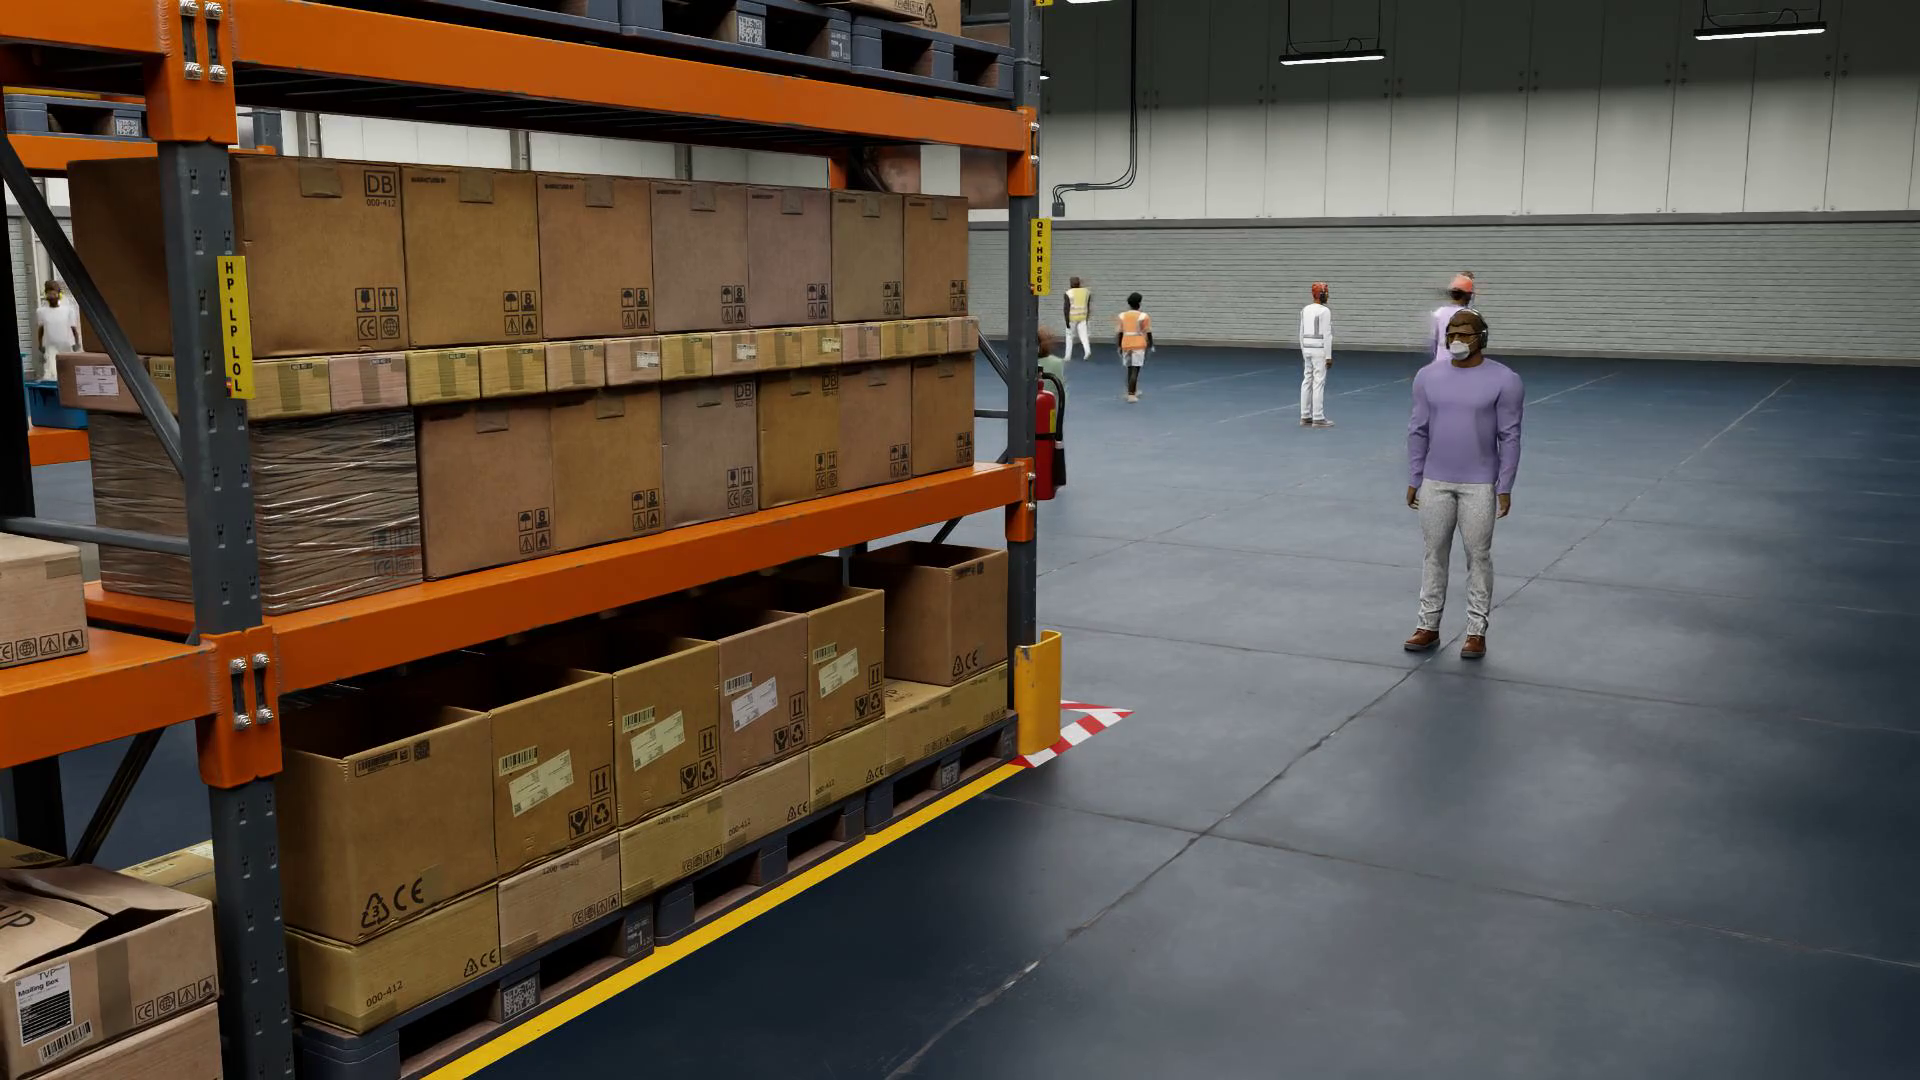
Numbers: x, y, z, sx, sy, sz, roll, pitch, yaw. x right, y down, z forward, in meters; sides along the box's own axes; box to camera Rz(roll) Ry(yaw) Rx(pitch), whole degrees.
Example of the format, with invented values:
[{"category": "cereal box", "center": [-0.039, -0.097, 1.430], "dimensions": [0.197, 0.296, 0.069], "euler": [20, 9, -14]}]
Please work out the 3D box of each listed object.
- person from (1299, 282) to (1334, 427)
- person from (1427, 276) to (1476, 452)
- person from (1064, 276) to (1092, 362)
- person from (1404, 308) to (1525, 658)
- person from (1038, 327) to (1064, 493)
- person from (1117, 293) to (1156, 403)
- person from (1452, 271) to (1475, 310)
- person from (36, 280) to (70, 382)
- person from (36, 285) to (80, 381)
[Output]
[{"category": "person", "center": [4.679, -2.424, 21.790], "dimensions": [0.346, 1.882, 0.584], "euler": [-4, 11, -24]}, {"category": "person", "center": [5.693, -2.009, 19.035], "dimensions": [1.041, 1.986, 0.637], "euler": [-8, 13, -40]}, {"category": "person", "center": [2.503, -4.684, 35.248], "dimensions": [0.627, 1.813, 0.848], "euler": [-3, 10, -19]}, {"category": "person", "center": [2.790, -0.316, 9.289], "dimensions": [0.633, 1.939, 0.368], "euler": [6, 12, 34]}, {"category": "person", "center": [0.741, -1.178, 15.381], "dimensions": [0.503, 1.580, 0.870], "euler": [4, 11, 24]}, {"category": "person", "center": [2.718, -2.928, 25.397], "dimensions": [0.543, 1.667, 0.743], "euler": [7, 12, 36]}, {"category": "person", "center": [9.927, -4.326, 32.766], "dimensions": [0.355, 1.938, 0.637], "euler": [-3, 10, -17]}, {"category": "person", "center": [-15.778, -3.643, 29.126], "dimensions": [0.745, 1.828, 0.642], "euler": [-1, 10, -4]}, {"category": "person", "center": [-12.905, -2.733, 23.825], "dimensions": [0.545, 1.807, 0.968], "euler": [-5, 11, -25]}]
